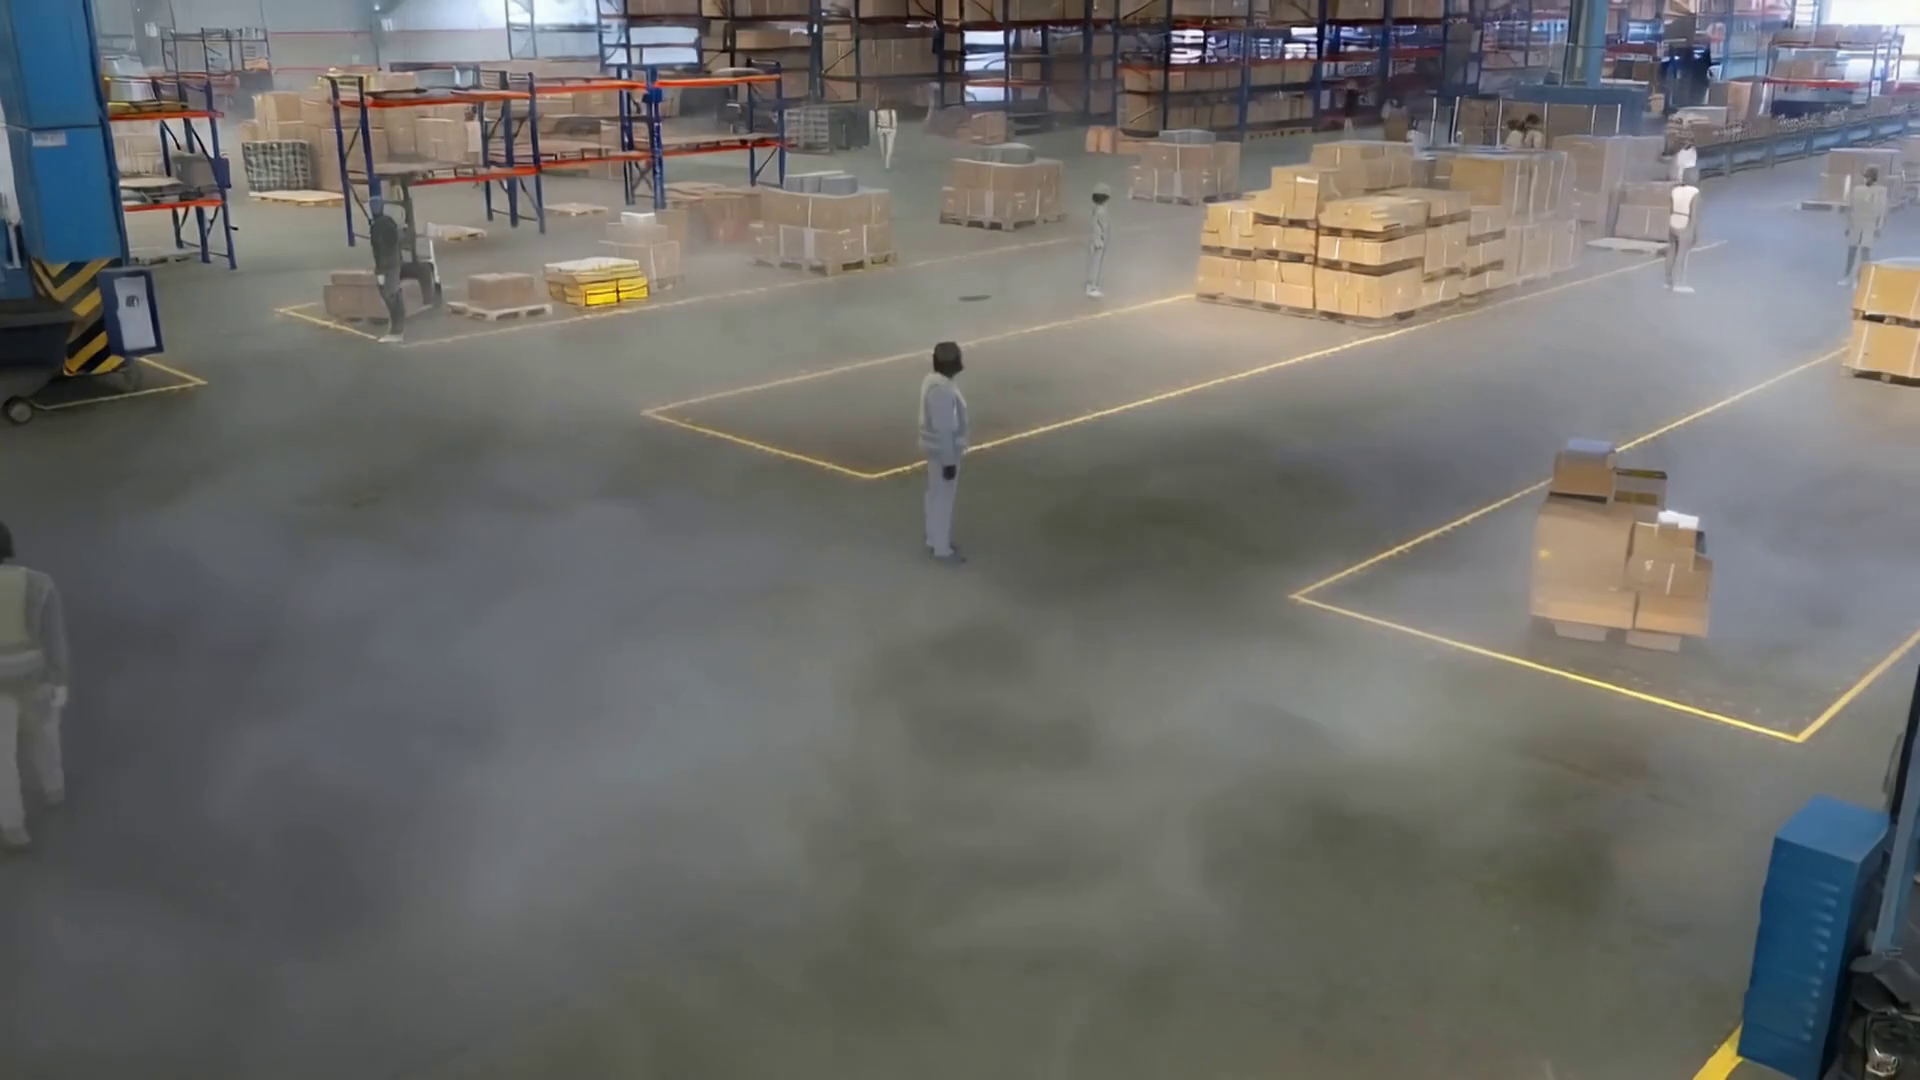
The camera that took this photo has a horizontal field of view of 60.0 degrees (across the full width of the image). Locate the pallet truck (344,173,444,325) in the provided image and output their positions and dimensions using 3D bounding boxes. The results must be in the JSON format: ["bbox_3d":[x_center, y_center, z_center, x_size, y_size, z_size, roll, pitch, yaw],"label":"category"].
[{"bbox_3d":[-8.209,-4.181,23.757,0.823,1.965,1.885,3,19,9],"label":"pallet truck"}]

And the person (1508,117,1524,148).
[{"bbox_3d":[13.014,-9.029,38.872,0.534,1.674,0.769,-15,24,-38],"label":"person"}]

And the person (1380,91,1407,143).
[{"bbox_3d":[11.402,-10.746,43.469,0.853,2.000,0.535,-5,19,-14],"label":"person"}]

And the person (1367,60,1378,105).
[{"bbox_3d":[16.519,-18.376,66.491,0.502,2.019,0.720,1,18,3],"label":"person"}]

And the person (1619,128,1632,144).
[{"bbox_3d":[14.522,-8.336,36.894,0.744,1.599,0.516,-2,18,-6],"label":"person"}]

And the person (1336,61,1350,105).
[{"bbox_3d":[15.501,-18.420,66.881,0.856,1.867,0.680,14,23,36],"label":"person"}]

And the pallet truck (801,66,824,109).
[{"bbox_3d":[-4.812,-15.182,56.903,0.823,1.965,1.885,-9,21,-26],"label":"pallet truck"}]

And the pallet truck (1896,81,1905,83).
[{"bbox_3d":[34.802,-16.331,61.455,0.653,1.274,1.630,17,25,41],"label":"pallet truck"}]

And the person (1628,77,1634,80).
[{"bbox_3d":[22.115,-14.425,55.048,0.879,1.721,0.545,-17,25,-41],"label":"person"}]

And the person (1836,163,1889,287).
[{"bbox_3d":[14.221,-4.951,26.175,0.373,1.933,0.549,-15,24,-38],"label":"person"}]

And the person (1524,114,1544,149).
[{"bbox_3d":[12.621,-8.372,36.539,0.537,1.915,0.889,-10,21,-28],"label":"person"}]

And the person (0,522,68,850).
[{"bbox_3d":[-5.244,0.769,9.161,0.624,1.802,0.949,-10,21,-27],"label":"person"}]

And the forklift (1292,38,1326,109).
[{"bbox_3d":[12.259,-16.549,59.641,1.129,2.768,1.873,17,25,41],"label":"forklift"}]

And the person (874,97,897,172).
[{"bbox_3d":[-1.916,-10.411,42.739,0.574,1.858,0.731,0,18,1],"label":"person"}]

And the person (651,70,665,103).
[{"bbox_3d":[-10.251,-14.968,56.399,0.587,1.911,0.397,7,20,20],"label":"person"}]

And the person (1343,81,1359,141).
[{"bbox_3d":[11.334,-12.296,48.235,0.473,1.977,0.645,-7,19,-19],"label":"person"}]

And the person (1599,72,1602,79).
[{"bbox_3d":[22.005,-15.208,57.285,0.584,1.804,0.868,12,22,33],"label":"person"}]

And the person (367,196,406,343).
[{"bbox_3d":[-7.620,-3.594,22.091,0.372,1.935,0.627,-1,18,-4],"label":"person"}]

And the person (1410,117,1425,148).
[{"bbox_3d":[9.906,-8.260,36.250,0.310,1.868,0.532,16,24,39],"label":"person"}]

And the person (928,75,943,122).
[{"bbox_3d":[-0.735,-14.418,54.901,0.918,1.798,0.655,-17,25,-41],"label":"person"}]

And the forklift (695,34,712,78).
[{"bbox_3d":[-9.855,-18.236,64.726,1.129,2.768,1.873,17,25,41],"label":"forklift"}]

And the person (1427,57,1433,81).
[{"bbox_3d":[21.928,-21.866,77.370,0.648,1.787,0.463,-3,19,-8],"label":"person"}]

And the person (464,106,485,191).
[{"bbox_3d":[-11.267,-9.081,38.635,0.388,1.924,0.621,0,18,1],"label":"person"}]

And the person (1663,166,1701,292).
[{"bbox_3d":[11.227,-4.827,25.826,0.392,1.920,0.588,-5,19,-16],"label":"person"}]

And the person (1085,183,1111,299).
[{"bbox_3d":[2.111,-4.539,25.249,0.336,1.735,0.482,6,19,17],"label":"person"}]

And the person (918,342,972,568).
[{"bbox_3d":[-0.116,-0.703,13.527,0.428,1.840,0.631,-3,19,-8],"label":"person"}]

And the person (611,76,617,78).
[{"bbox_3d":[-11.931,-15.222,57.583,0.307,1.641,0.513,-15,24,-39],"label":"person"}]

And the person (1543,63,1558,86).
[{"bbox_3d":[21.554,-16.427,60.765,0.470,1.923,0.552,-16,24,-41],"label":"person"}]

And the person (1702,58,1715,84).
[{"bbox_3d":[32.338,-20.010,71.963,0.548,1.647,0.855,8,20,22],"label":"person"}]

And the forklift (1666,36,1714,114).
[{"bbox_3d":[27.341,-17.291,61.877,1.129,2.768,1.873,17,25,41],"label":"forklift"}]

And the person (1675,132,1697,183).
[{"bbox_3d":[14.276,-7.107,32.808,0.531,1.848,0.523,-11,22,-31],"label":"person"}]
